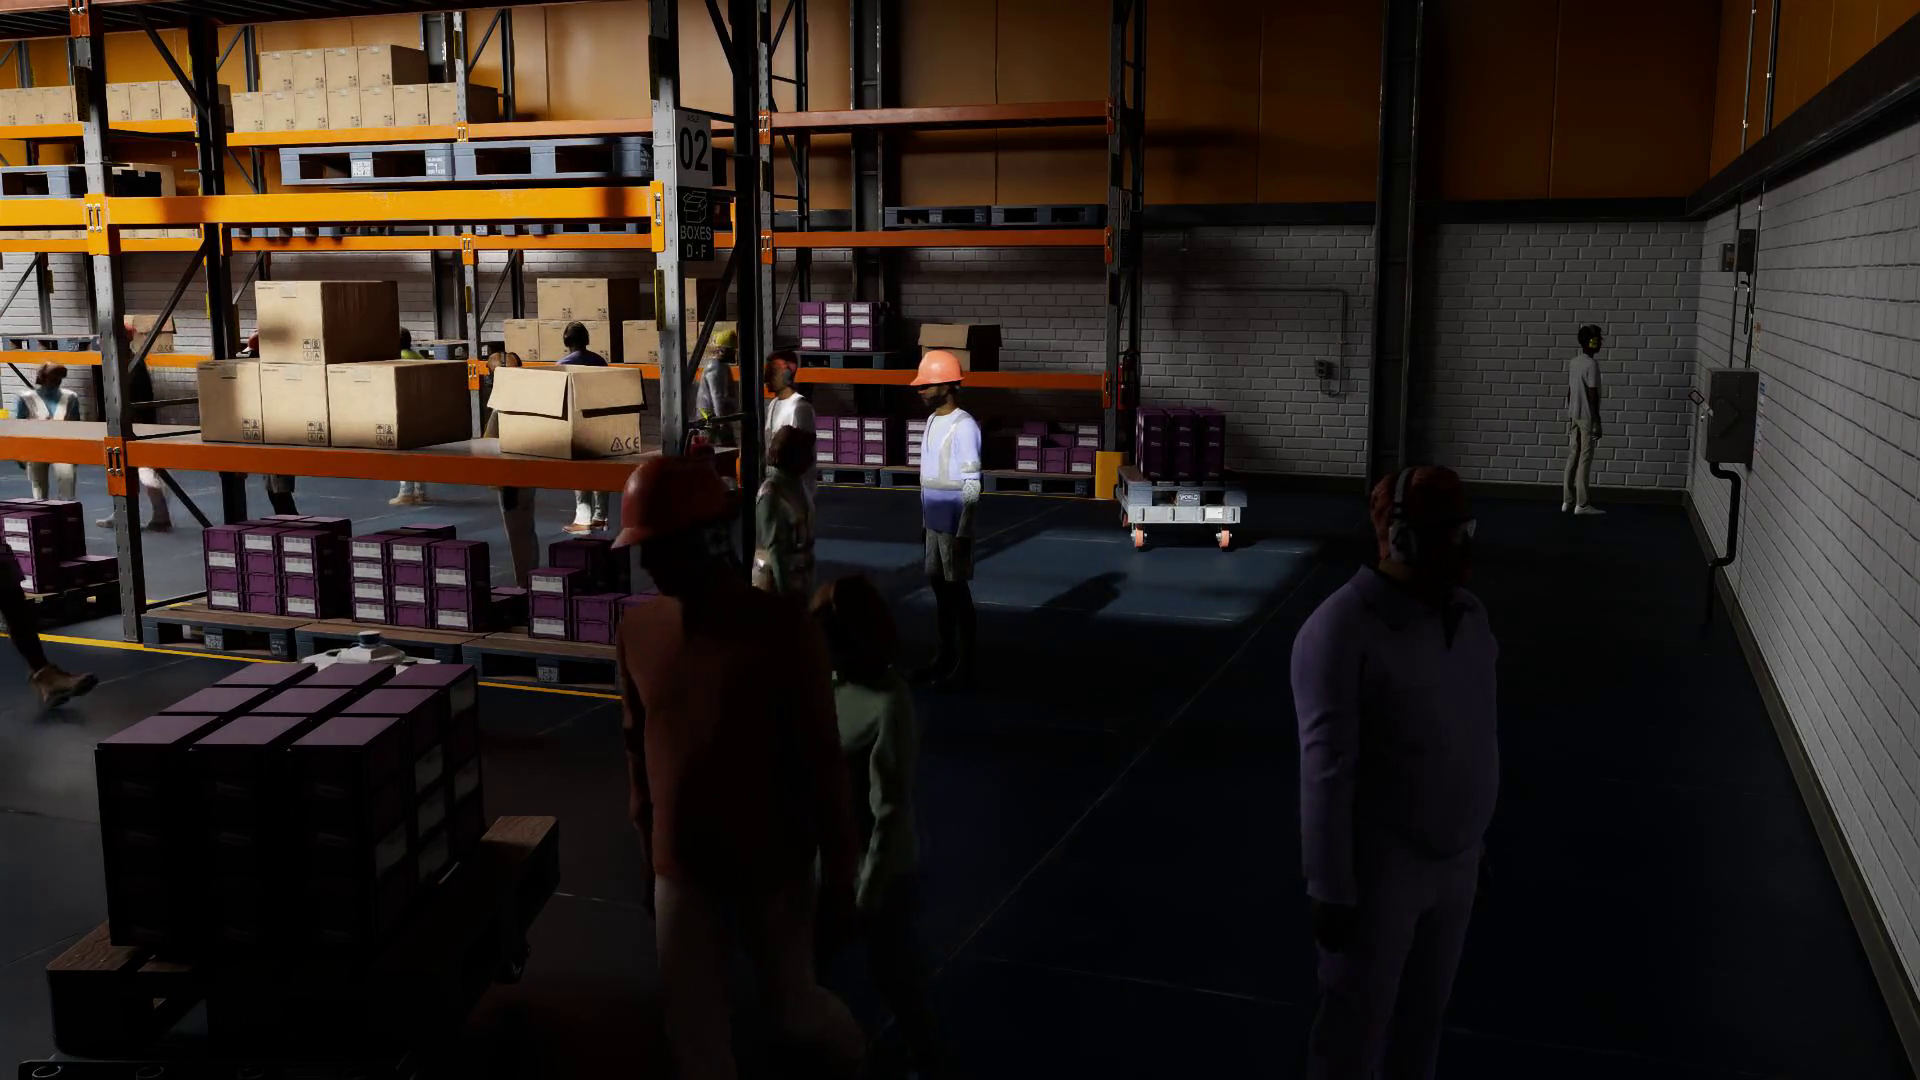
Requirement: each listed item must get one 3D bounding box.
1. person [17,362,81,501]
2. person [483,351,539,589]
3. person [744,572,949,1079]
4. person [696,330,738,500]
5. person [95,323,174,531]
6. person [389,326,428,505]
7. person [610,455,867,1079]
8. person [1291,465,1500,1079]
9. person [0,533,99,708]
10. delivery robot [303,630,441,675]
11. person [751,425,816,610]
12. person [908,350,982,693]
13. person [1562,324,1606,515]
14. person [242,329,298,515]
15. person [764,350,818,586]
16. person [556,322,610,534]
[{"bbox_3d":[-7.925,-0.744,14.512,0.556,1.590,0.838,-7,12,-38],"label":"person"},{"bbox_3d":[-3.106,-0.388,11.553,0.429,1.837,0.629,-2,9,-12],"label":"person"},{"bbox_3d":[-0.336,0.863,4.432,0.776,1.588,0.553,-6,11,-34],"label":"person"},{"bbox_3d":[-2.448,-1.274,17.260,0.802,1.785,0.595,1,9,5],"label":"person"},{"bbox_3d":[-7.609,-1.012,15.118,0.801,1.951,0.647,-3,10,-19],"label":"person"},{"bbox_3d":[-5.723,-1.279,17.117,0.429,1.842,0.633,2,9,14],"label":"person"},{"bbox_3d":[-0.506,0.745,4.089,0.652,1.946,0.887,4,10,25],"label":"person"},{"bbox_3d":[1.083,0.771,4.023,0.649,1.913,0.409,-7,12,-39],"label":"person"},{"bbox_3d":[-5.190,-0.038,8.830,1.024,1.988,0.639,1,9,9],"label":"person"},{"bbox_3d":[-2.973,0.701,8.415,0.707,0.478,0.477,5,10,26],"label":"delivery robot"},{"bbox_3d":[-0.815,0.238,8.310,0.516,1.623,0.553,4,10,21],"label":"person"},{"bbox_3d":[-0.094,-0.104,9.443,0.364,1.933,0.552,-4,10,-25],"label":"person"},{"bbox_3d":[6.180,-1.183,16.409,0.328,1.876,0.513,-2,9,-10],"label":"person"},{"bbox_3d":[-5.459,-0.705,13.206,0.359,1.936,0.552,-6,11,-35],"label":"person"},{"bbox_3d":[-1.118,-0.305,10.906,0.355,1.877,0.575,-5,10,-27],"label":"person"},{"bbox_3d":[-3.444,-1.016,15.165,0.372,1.936,0.629,5,10,28],"label":"person"}]
